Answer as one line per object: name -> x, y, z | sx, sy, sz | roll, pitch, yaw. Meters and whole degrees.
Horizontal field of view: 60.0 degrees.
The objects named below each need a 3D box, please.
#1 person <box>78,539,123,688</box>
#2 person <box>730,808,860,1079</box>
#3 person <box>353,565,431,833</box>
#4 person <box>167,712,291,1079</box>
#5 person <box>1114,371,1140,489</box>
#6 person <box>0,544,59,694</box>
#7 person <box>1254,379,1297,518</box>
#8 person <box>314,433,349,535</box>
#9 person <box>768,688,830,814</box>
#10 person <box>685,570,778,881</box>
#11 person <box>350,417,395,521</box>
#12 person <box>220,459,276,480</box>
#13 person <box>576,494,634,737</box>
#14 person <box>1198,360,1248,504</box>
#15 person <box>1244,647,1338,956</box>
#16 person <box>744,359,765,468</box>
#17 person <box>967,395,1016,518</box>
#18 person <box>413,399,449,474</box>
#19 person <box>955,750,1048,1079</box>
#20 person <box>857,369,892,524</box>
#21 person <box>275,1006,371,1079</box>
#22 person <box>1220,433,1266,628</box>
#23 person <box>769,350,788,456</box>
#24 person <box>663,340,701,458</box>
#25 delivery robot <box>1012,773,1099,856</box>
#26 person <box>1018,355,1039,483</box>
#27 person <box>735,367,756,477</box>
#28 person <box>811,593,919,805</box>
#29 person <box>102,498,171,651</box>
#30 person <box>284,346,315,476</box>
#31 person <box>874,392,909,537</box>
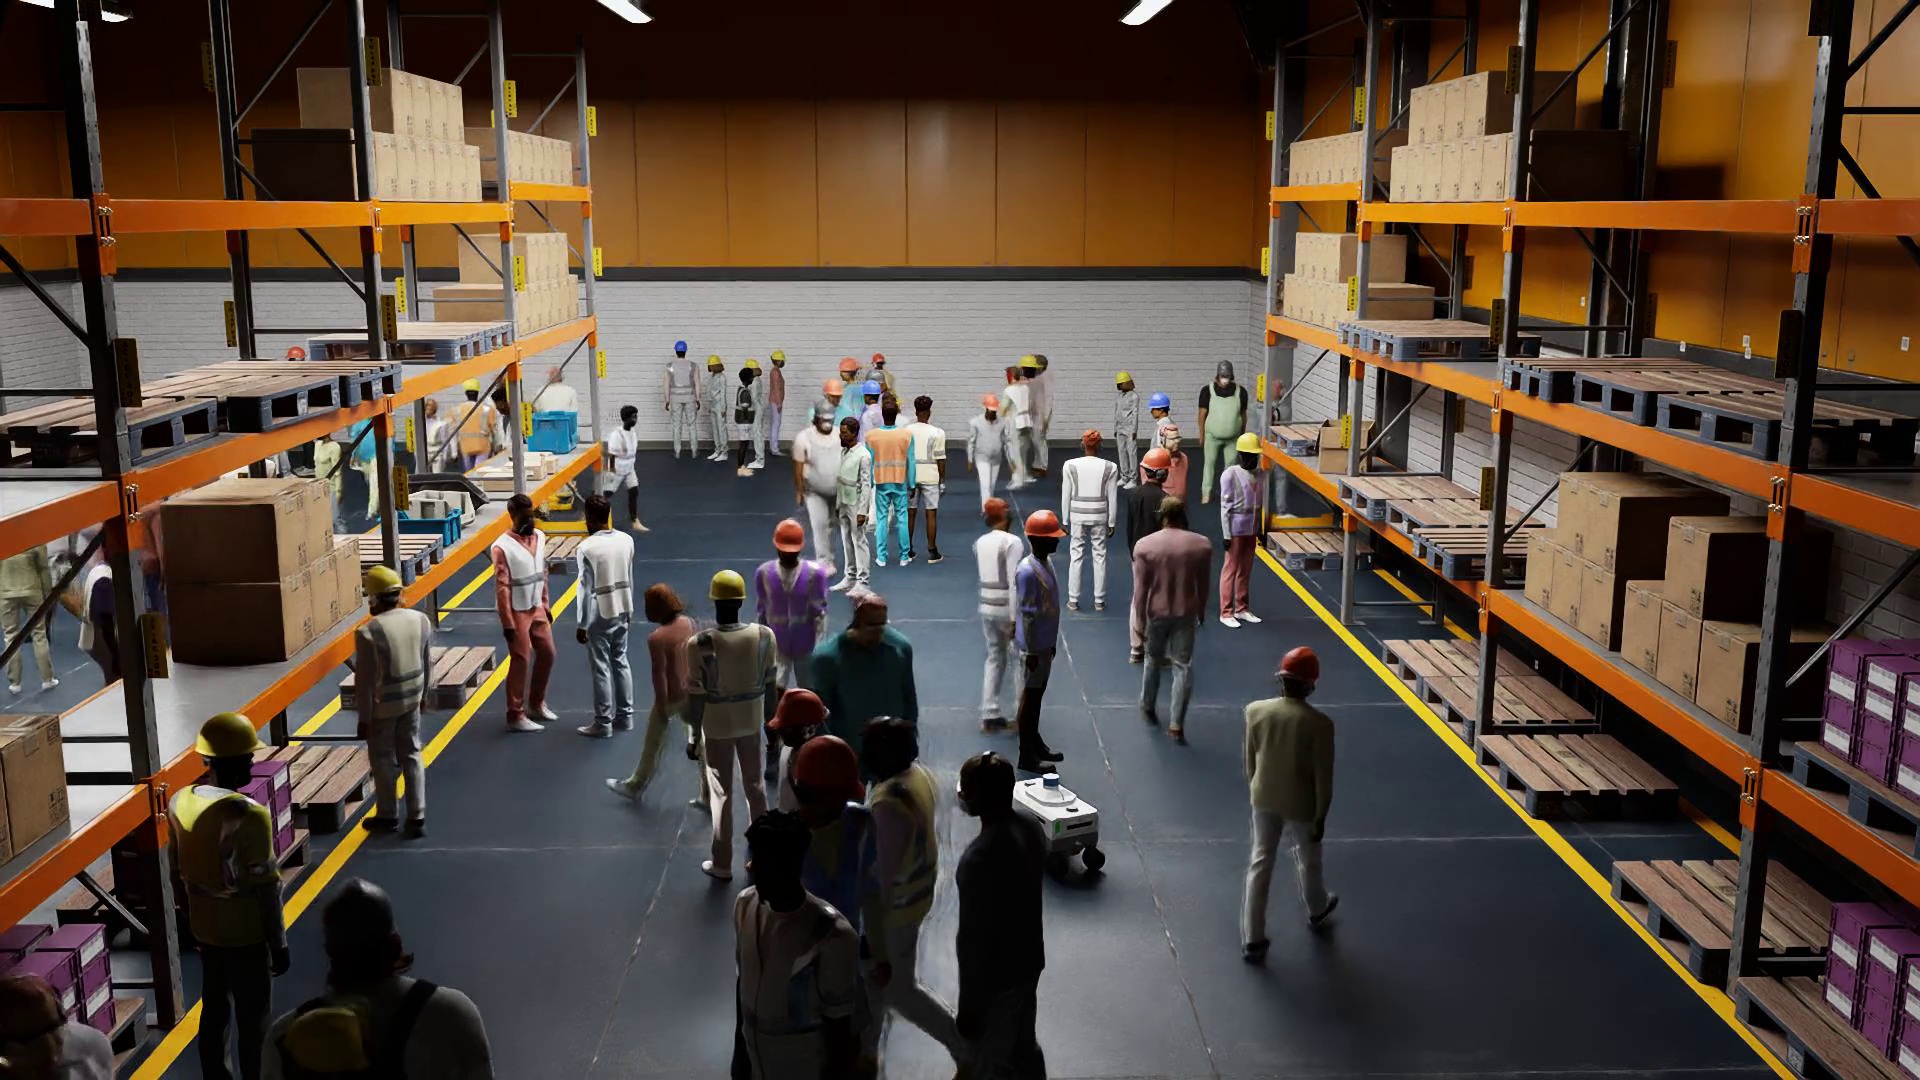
person -> -6.203, 0.790, 12.198 | 0.426, 1.829, 0.670 | -4, 12, -17
person -> -0.629, 1.924, 6.191 | 0.599, 1.959, 0.368 | 10, 15, 40
person -> -3.736, 1.054, 10.910 | 0.497, 1.819, 0.616 | 7, 13, 31
person -> -3.212, 1.699, 7.398 | 0.594, 1.924, 0.382 | 5, 12, 25
person -> 2.435, -1.630, 24.592 | 0.322, 1.728, 0.487 | -9, 14, -37
person -> -8.006, 0.496, 14.169 | 0.504, 1.632, 0.270 | -5, 12, -23
person -> 4.106, -1.174, 21.939 | 0.725, 1.886, 0.650 | -7, 13, -30
person -> -7.311, -0.579, 19.257 | 0.530, 1.760, 0.340 | 10, 15, 42
person -> -0.780, 1.591, 8.375 | 0.342, 1.751, 0.564 | -7, 13, -32
person -> -1.409, 1.133, 10.236 | 0.595, 1.925, 0.373 | -7, 13, -30
person -> -7.863, -1.165, 22.306 | 0.558, 1.707, 0.828 | 3, 12, 14
person -> -7.275, -0.188, 17.097 | 0.560, 1.836, 0.394 | -10, 15, -40
person -> -2.763, 0.591, 13.017 | 0.410, 1.908, 0.598 | 6, 13, 28
person -> 3.663, -1.503, 23.167 | 0.688, 2.000, 0.536 | 1, 11, 3
person -> 1.851, 1.426, 9.311 | 0.576, 1.701, 0.892 | 8, 14, 35
person -> -3.283, -2.015, 26.501 | 0.319, 1.739, 0.484 | 0, 11, 0
person -> 0.423, -1.057, 21.784 | 0.597, 1.697, 0.912 | -4, 12, -21
person -> -7.006, -1.067, 22.025 | 0.526, 1.618, 0.384 | 1, 11, 4
person -> 0.160, 1.803, 6.888 | 0.372, 1.929, 0.624 | 5, 12, 24
person -> -1.121, -1.227, 21.785 | 0.538, 2.000, 0.690 | -3, 12, -16
person -> -1.975, 2.255, 5.118 | 0.602, 1.723, 0.537 | -5, 12, -23
person -> 2.810, -0.105, 16.442 | 0.588, 1.928, 0.383 | -9, 14, -37
person -> -3.033, -2.283, 27.776 | 0.319, 1.765, 0.533 | -2, 12, -11
person -> -4.585, -2.320, 27.495 | 0.605, 1.949, 0.402 | -2, 11, -9
delivery robot -> 0.573, 1.720, 10.510 | 0.477, 0.478, 0.707 | -6, 13, -27
person -> 1.004, -1.836, 25.124 | 0.382, 1.924, 0.594 | -1, 11, -6
person -> -3.312, -1.822, 25.662 | 0.320, 1.687, 0.535 | -2, 11, -11
person -> -0.536, 1.229, 9.885 | 0.692, 1.864, 0.776 | -4, 12, -20
person -> -7.315, 0.231, 14.721 | 0.619, 1.966, 0.898 | 0, 11, -2
person -> -10.207, -2.001, 25.783 | 0.382, 1.995, 0.612 | -6, 13, -26
person -> -0.870, -0.987, 21.172 | 0.481, 1.820, 0.961 | 7, 13, 30
